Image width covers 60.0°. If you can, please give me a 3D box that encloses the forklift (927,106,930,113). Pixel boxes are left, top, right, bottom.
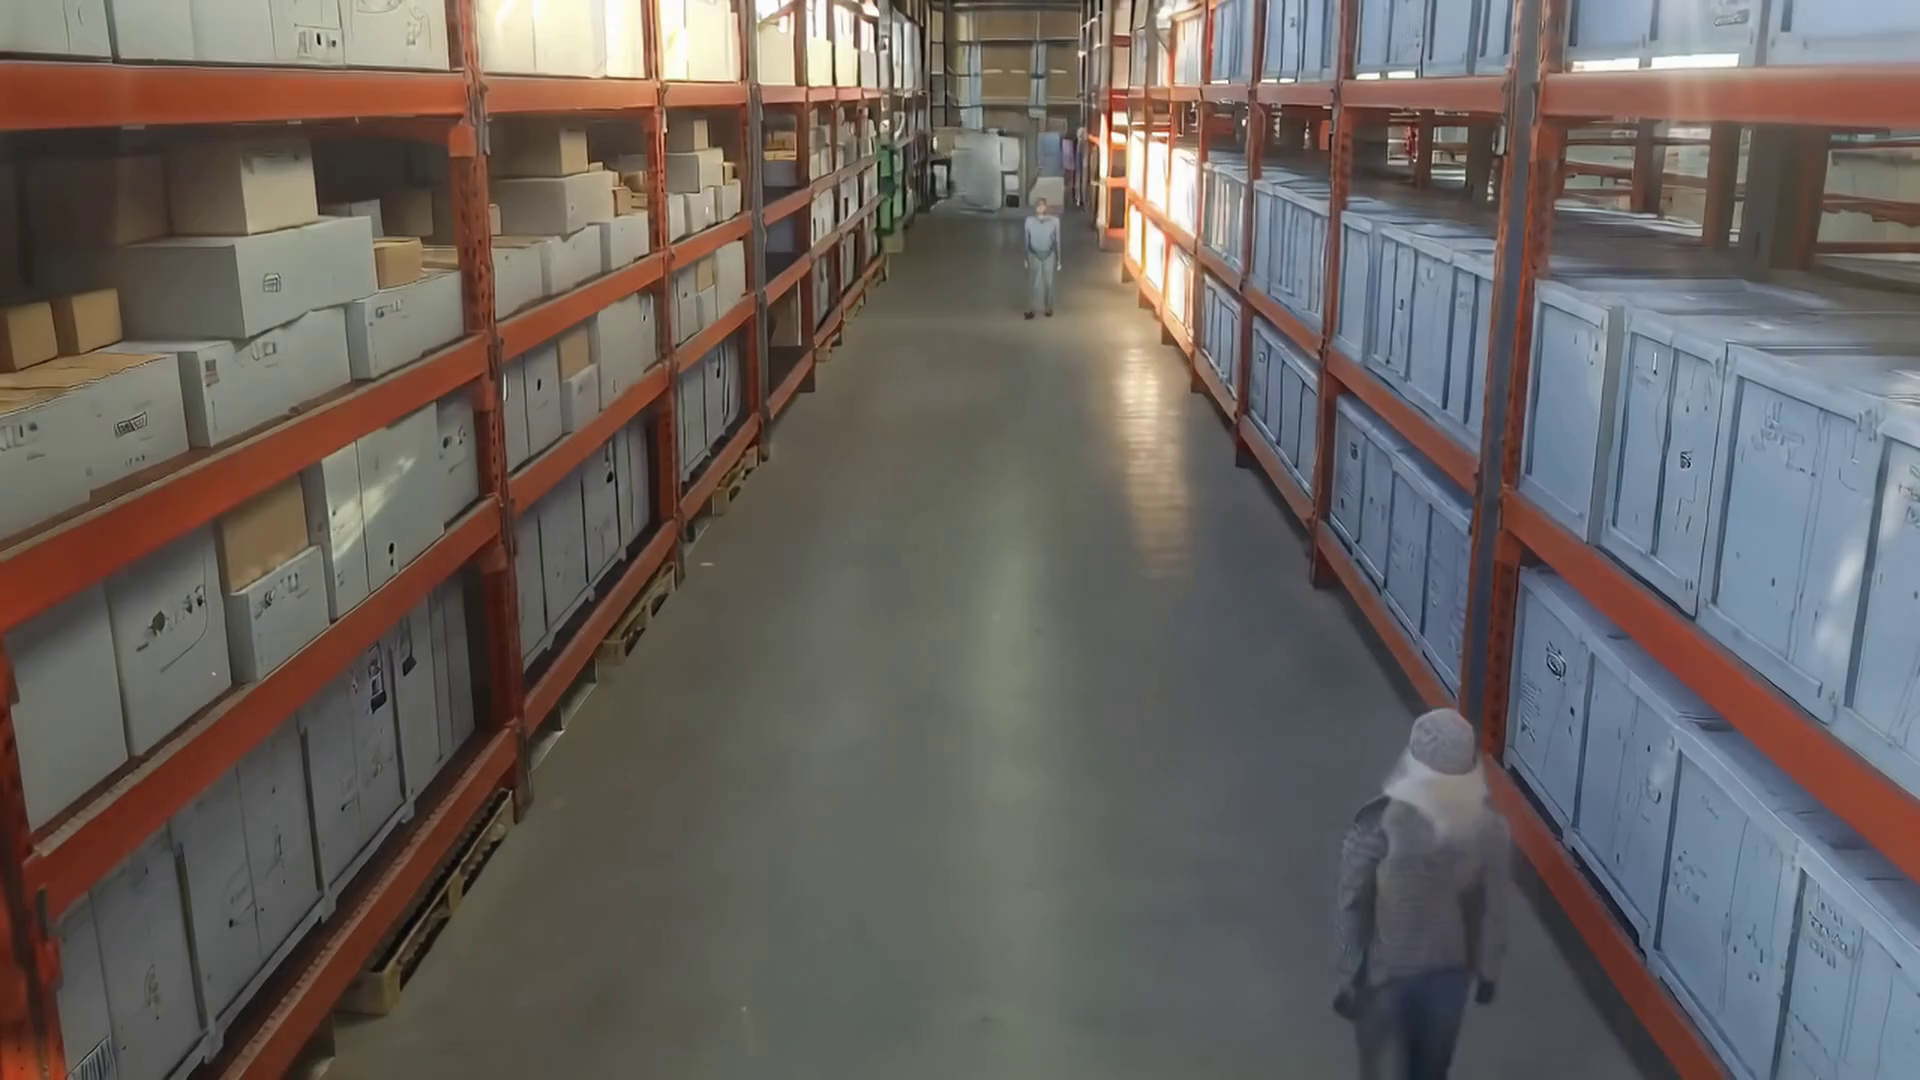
[{"bbox_3d":[-2.001,-20.667,84.687,1.129,2.768,1.873,0,15,2],"label":"forklift"}]

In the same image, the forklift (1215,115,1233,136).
[{"bbox_3d":[7.867,-11.690,51.284,1.129,2.768,1.873,0,15,1],"label":"forklift"}]

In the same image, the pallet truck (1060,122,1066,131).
[{"bbox_3d":[5.788,-21.111,88.014,1.885,1.965,0.823,5,16,18],"label":"pallet truck"}]

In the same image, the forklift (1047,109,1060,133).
[{"bbox_3d":[3.954,-16.817,70.363,1.873,2.768,1.129,-2,15,-6],"label":"forklift"}]

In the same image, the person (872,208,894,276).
[{"bbox_3d":[-1.820,-6.011,32.242,0.984,1.789,0.642,0,15,0],"label":"person"}]

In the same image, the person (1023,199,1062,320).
[{"bbox_3d":[1.281,-4.395,26.085,0.655,1.854,0.985,3,15,13],"label":"person"}]

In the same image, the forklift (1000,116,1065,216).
[{"bbox_3d":[2.085,-10.736,47.736,1.873,2.768,1.129,0,15,2],"label":"forklift"}]

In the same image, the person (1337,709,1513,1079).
[{"bbox_3d":[1.410,1.340,4.976,0.507,1.723,0.592,-1,15,-4],"label":"person"}]
